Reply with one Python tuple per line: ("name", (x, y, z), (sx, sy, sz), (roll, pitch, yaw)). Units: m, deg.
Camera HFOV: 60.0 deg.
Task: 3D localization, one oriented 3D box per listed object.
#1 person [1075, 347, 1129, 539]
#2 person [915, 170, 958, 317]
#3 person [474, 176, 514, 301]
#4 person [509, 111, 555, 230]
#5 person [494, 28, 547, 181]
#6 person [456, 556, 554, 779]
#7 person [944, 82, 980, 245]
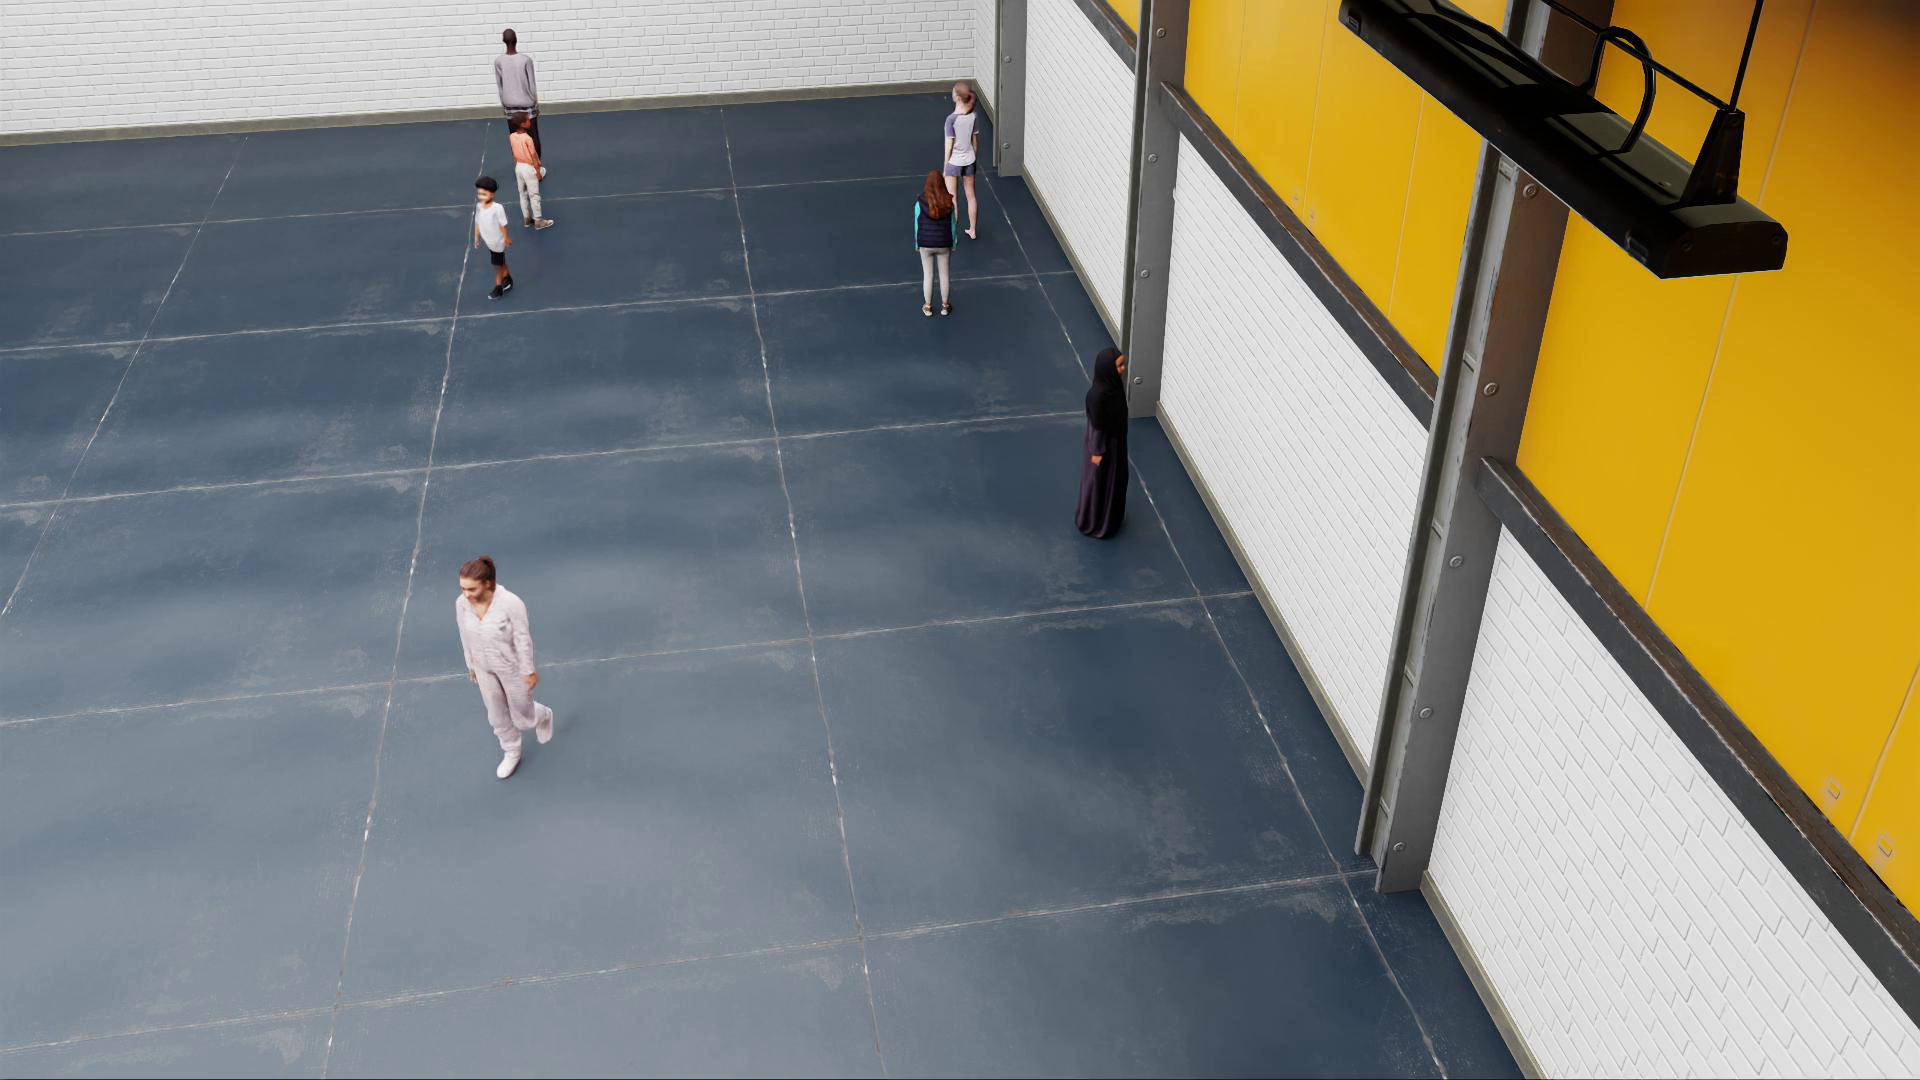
("person", (1.140, -0.793, 13.165), (0.782, 1.615, 0.720), (20, 39, 28))
("person", (-0.243, -2.951, 16.515), (0.611, 1.500, 0.620), (-1, 34, -1))
("person", (-4.736, -3.140, 17.032), (0.710, 1.242, 0.803), (16, 37, 22))
("person", (-4.796, -4.096, 18.409), (0.568, 1.311, 0.621), (19, 38, 26))
("person", (-5.173, -5.106, 19.514), (0.624, 1.770, 0.537), (-3, 34, -4))
("person", (-2.917, 0.770, 10.761), (0.789, 1.674, 0.868), (7, 34, 11))
("person", (0.006, -4.071, 17.956), (0.647, 1.769, 0.662), (-18, 38, -25))
